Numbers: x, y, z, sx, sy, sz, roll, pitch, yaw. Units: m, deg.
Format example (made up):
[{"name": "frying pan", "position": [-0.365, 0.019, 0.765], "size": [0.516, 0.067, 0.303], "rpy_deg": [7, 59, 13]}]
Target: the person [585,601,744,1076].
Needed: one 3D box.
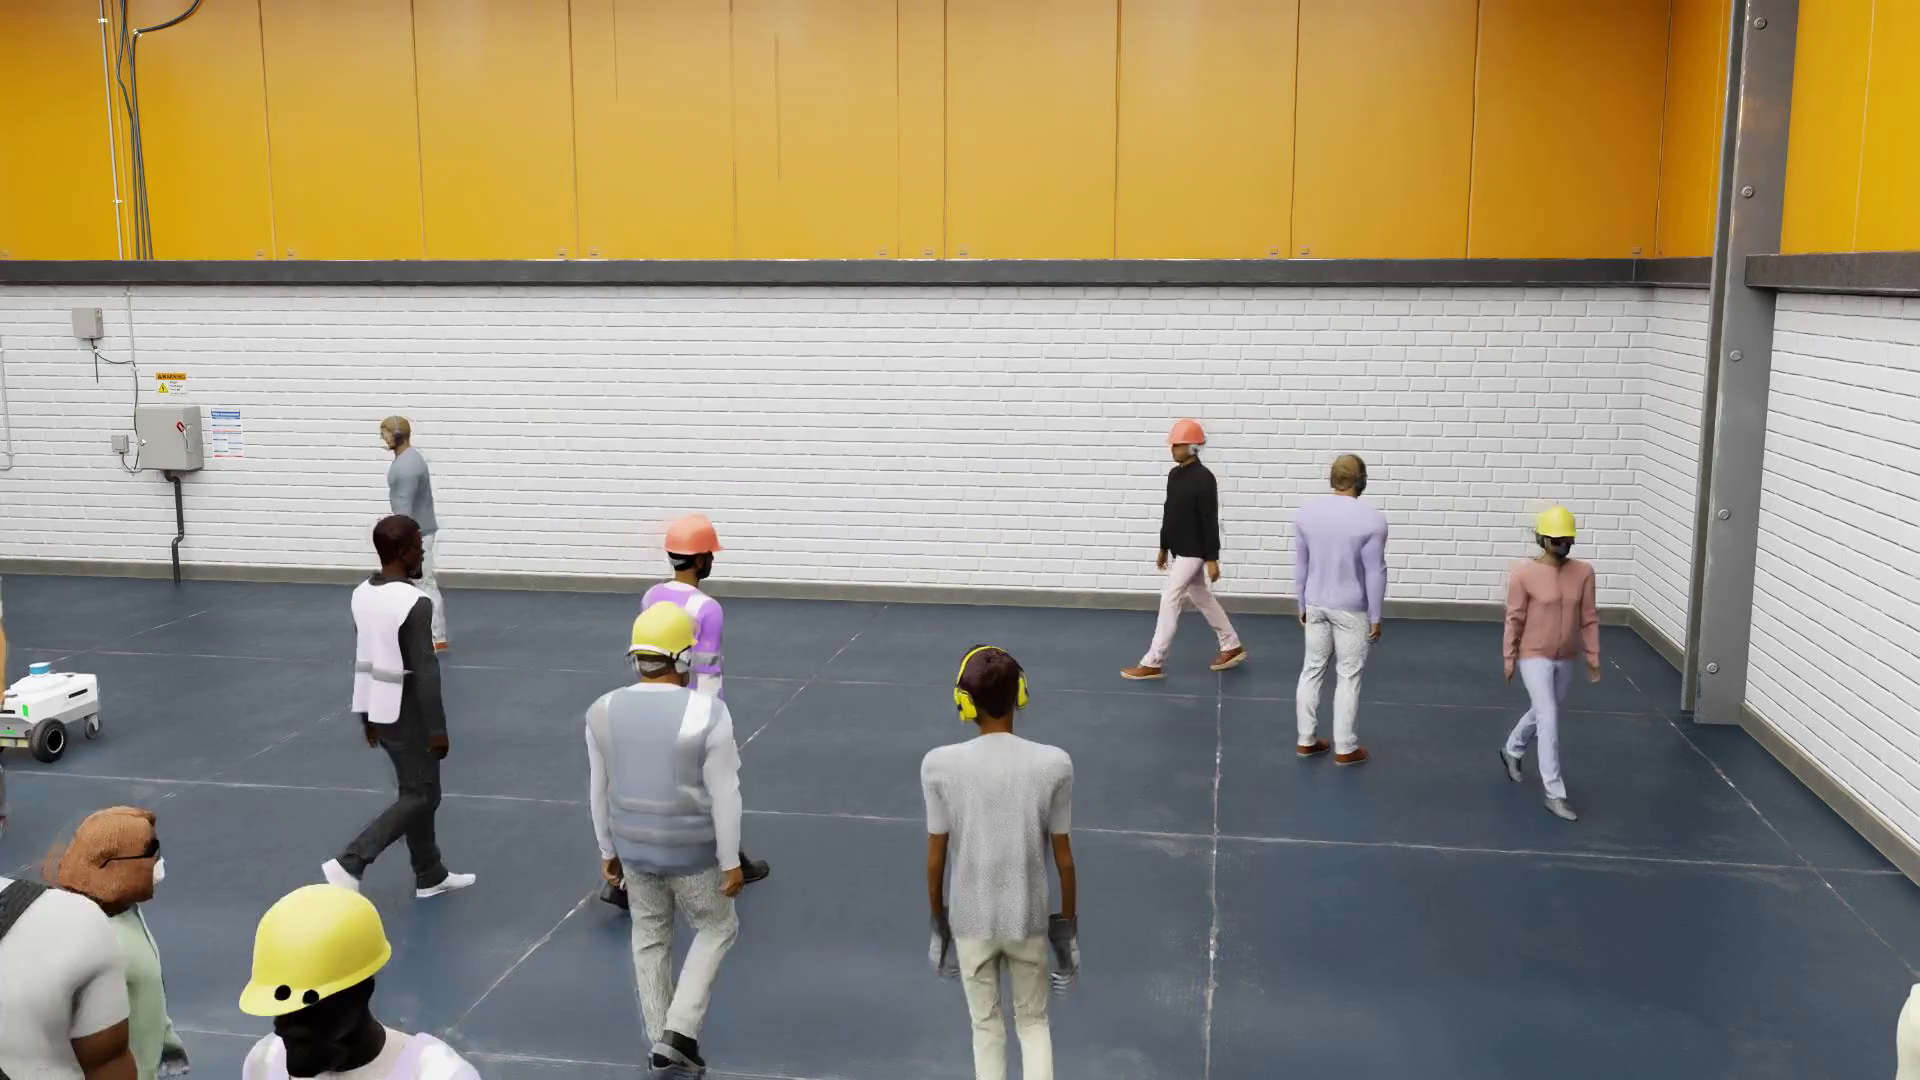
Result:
[{"name": "person", "position": [-1.081, 1.129, 6.191], "size": [0.615, 1.821, 0.414], "rpy_deg": [3, 10, 17]}]

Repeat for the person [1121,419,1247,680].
[{"name": "person", "position": [1.729, 0.060, 12.434], "size": [1.046, 1.947, 0.630], "rpy_deg": [-2, 10, -15]}]

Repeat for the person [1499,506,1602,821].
[{"name": "person", "position": [3.335, 0.642, 9.513], "size": [0.527, 1.732, 0.894], "rpy_deg": [-2, 9, -14]}]

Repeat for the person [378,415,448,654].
[{"name": "person", "position": [-4.363, -0.022, 13.047], "size": [0.651, 1.916, 0.632], "rpy_deg": [-4, 10, -23]}]

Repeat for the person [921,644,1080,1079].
[{"name": "person", "position": [0.132, 1.259, 5.331], "size": [0.508, 1.846, 0.478], "rpy_deg": [-1, 9, -4]}]

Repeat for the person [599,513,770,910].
[{"name": "person", "position": [-1.333, 0.817, 7.907], "size": [0.553, 1.901, 0.949], "rpy_deg": [8, 12, 40]}]

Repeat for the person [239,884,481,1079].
[{"name": "person", "position": [-1.174, 1.578, 3.267], "size": [0.606, 1.872, 0.990], "rpy_deg": [3, 10, 19]}]

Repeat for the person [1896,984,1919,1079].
[{"name": "person", "position": [2.353, 1.539, 3.667], "size": [0.586, 1.827, 0.404], "rpy_deg": [4, 10, 24]}]

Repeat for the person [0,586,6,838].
[{"name": "person", "position": [-5.175, 0.761, 8.535], "size": [0.519, 1.806, 0.901], "rpy_deg": [-3, 10, -18]}]

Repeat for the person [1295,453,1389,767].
[{"name": "person", "position": [2.336, 0.427, 10.240], "size": [0.625, 1.928, 0.400], "rpy_deg": [9, 13, 44]}]

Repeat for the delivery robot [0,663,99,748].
[{"name": "delivery robot", "position": [-5.791, 1.020, 10.489], "size": [0.477, 0.478, 0.707], "rpy_deg": [1, 9, 9]}]

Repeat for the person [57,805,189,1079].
[{"name": "person", "position": [-2.348, 1.503, 4.593], "size": [0.820, 1.599, 0.507], "rpy_deg": [-5, 10, -28]}]

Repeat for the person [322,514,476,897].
[{"name": "person", "position": [-2.672, 0.824, 7.842], "size": [0.720, 1.904, 0.600], "rpy_deg": [-9, 13, -43]}]
